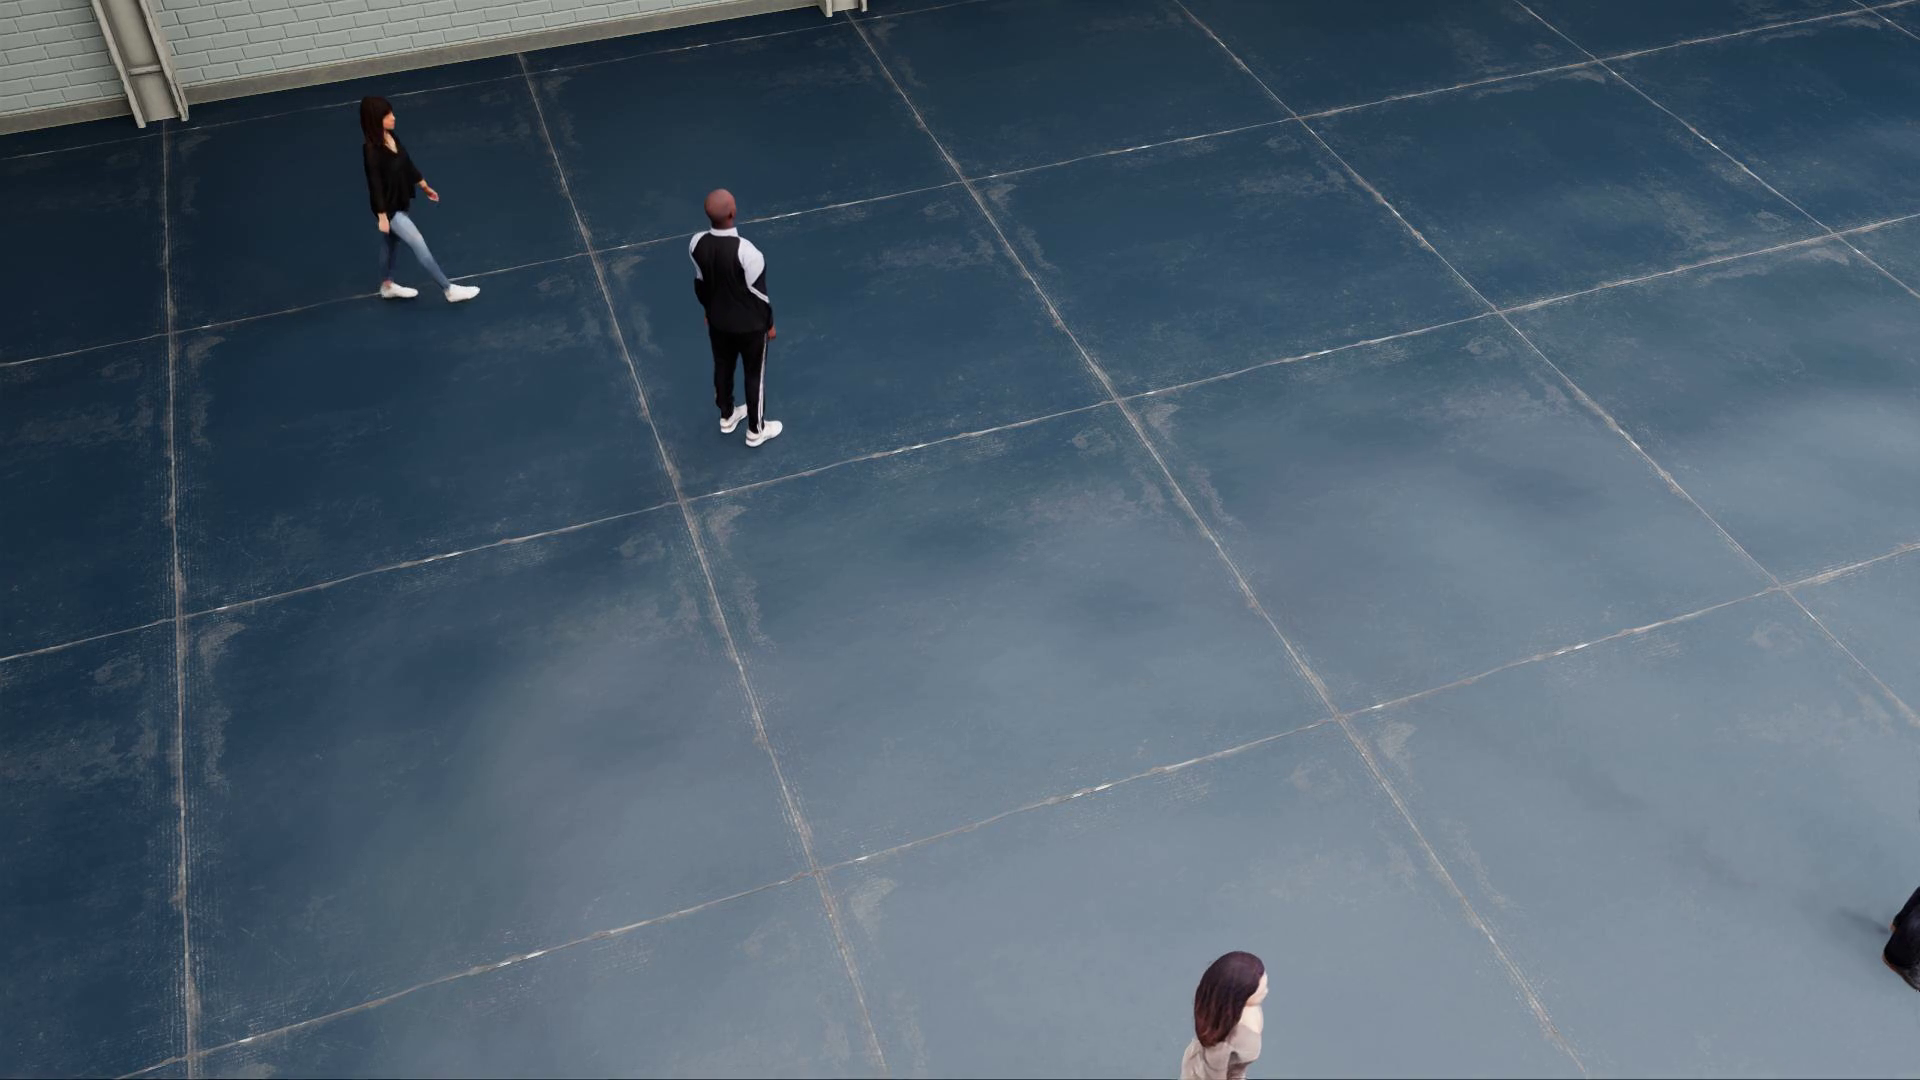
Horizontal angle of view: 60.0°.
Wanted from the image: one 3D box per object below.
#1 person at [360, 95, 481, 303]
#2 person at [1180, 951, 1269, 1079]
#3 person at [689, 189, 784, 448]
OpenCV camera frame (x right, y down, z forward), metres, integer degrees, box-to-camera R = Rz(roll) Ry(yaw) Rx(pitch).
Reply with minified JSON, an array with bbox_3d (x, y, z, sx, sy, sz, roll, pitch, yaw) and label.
[{"bbox_3d":[-4.005,-2.330,11.526,1.036,1.615,0.768,-3,43,-3],"label":"person"},{"bbox_3d":[1.005,2.153,6.629,0.658,1.745,0.670,5,43,5],"label":"person"},{"bbox_3d":[-1.400,-1.363,10.334,0.763,1.828,0.807,21,47,21],"label":"person"}]
